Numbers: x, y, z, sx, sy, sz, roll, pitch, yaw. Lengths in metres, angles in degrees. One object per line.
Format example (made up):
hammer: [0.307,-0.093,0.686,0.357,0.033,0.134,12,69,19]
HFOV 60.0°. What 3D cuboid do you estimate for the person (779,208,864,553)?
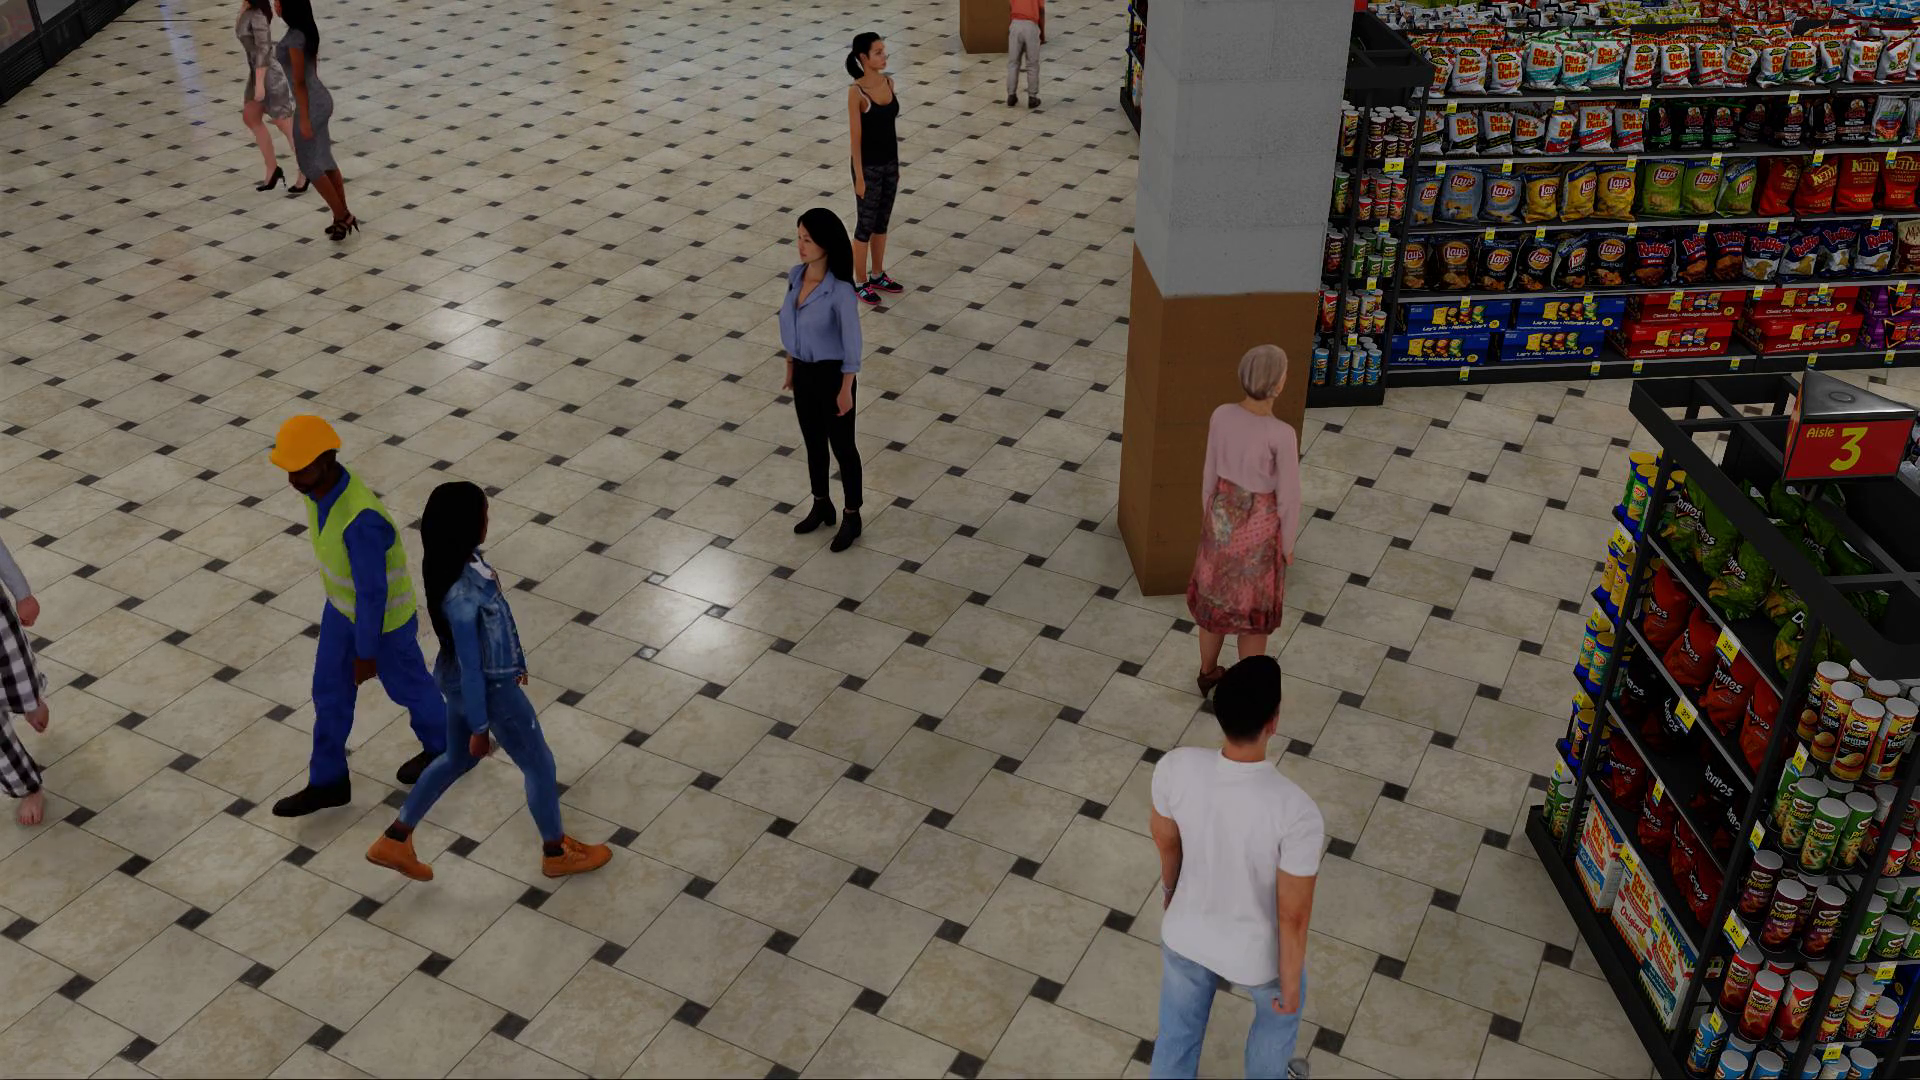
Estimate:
person: [-0.652,-0.767,8.058,0.728,1.744,0.777,26,40,35]

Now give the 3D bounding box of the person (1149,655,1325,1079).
person: [0.738,1.188,4.822,0.969,1.843,1.016,20,37,29]

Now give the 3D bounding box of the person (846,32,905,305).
person: [-0.557,-2.393,10.685,0.717,1.729,0.664,22,38,31]

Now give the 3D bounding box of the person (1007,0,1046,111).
person: [0.557,-4.368,14.259,0.492,1.307,0.593,9,33,14]

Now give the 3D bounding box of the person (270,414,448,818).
person: [-2.194,0.247,6.397,1.169,1.776,1.085,-25,40,-34]

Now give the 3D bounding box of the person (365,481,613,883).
person: [-1.807,0.576,5.955,1.165,1.685,0.871,-13,34,-20]

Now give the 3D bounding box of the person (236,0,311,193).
person: [-5.034,-3.409,12.320,0.787,1.727,0.729,-17,36,-25]

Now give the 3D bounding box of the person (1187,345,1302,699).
person: [1.188,-0.032,6.925,0.681,1.692,0.747,22,38,31]

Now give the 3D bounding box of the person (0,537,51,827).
person: [-3.861,0.235,6.374,0.991,1.821,0.971,-19,37,-28]

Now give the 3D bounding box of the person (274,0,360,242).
person: [-4.445,-2.936,11.511,0.529,1.779,0.605,-3,32,-4]
